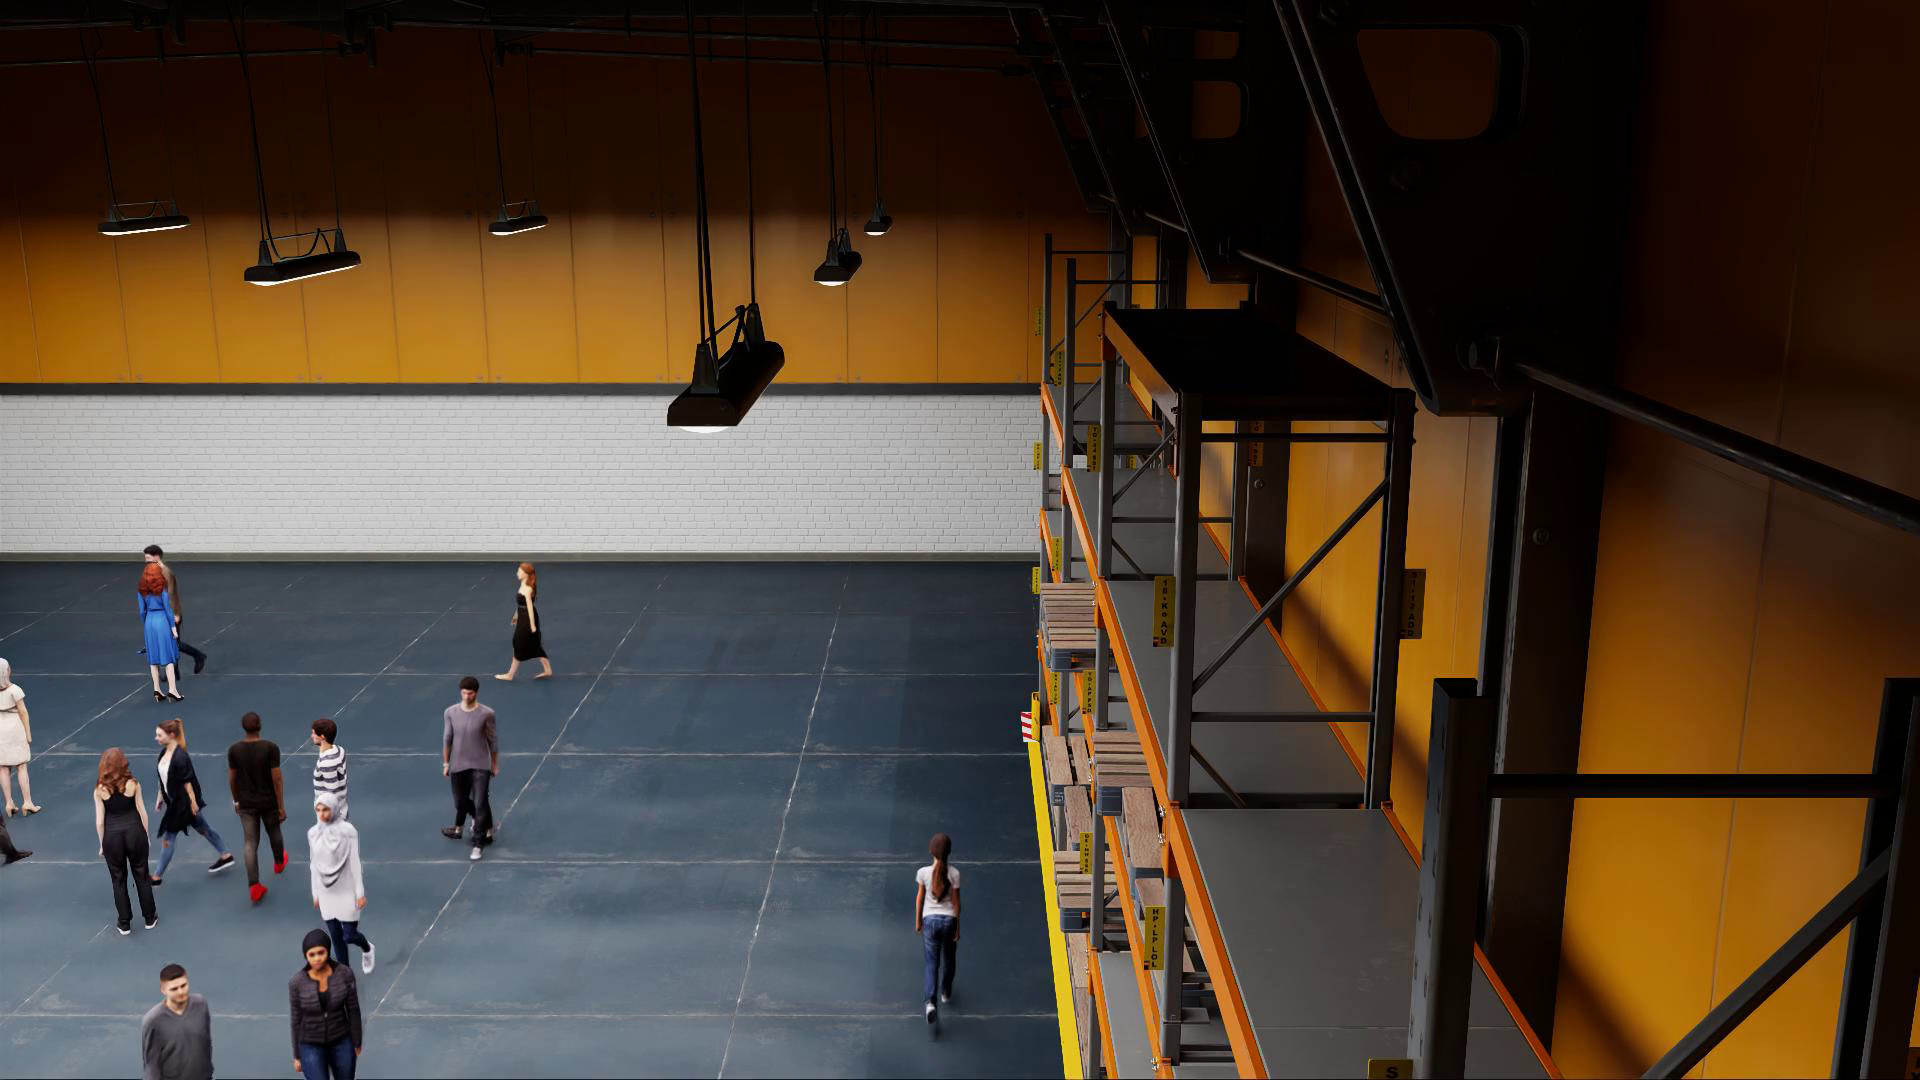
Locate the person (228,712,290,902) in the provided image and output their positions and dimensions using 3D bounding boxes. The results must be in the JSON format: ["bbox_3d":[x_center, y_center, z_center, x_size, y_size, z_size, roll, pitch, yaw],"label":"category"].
[{"bbox_3d":[-6.670,2.544,15.741,0.792,1.758,1.200,-2,14,-8],"label":"person"}]

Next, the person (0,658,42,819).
[{"bbox_3d":[-10.083,2.094,17.647,0.600,1.736,0.550,-1,14,-3],"label":"person"}]

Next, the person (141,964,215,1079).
[{"bbox_3d":[-5.276,3.654,11.243,1.149,1.719,1.120,12,18,39],"label":"person"}]

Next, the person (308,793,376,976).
[{"bbox_3d":[-5.192,2.950,14.046,0.734,1.767,0.839,3,14,12],"label":"person"}]

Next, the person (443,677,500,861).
[{"bbox_3d":[-4.924,2.251,16.795,0.687,1.832,0.955,0,14,-1],"label":"person"}]

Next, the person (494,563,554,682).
[{"bbox_3d":[-5.634,1.097,22.071,0.797,1.593,0.974,-3,14,-14],"label":"person"}]

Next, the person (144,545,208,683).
[{"bbox_3d":[-10.426,0.957,22.064,0.968,1.866,1.029,12,18,41],"label":"person"}]

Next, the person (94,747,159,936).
[{"bbox_3d":[-7.575,2.714,15.065,0.656,1.747,0.665,-7,15,-28],"label":"person"}]

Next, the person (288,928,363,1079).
[{"bbox_3d":[-4.462,3.536,11.702,0.831,1.731,0.999,-6,15,-22],"label":"person"}]

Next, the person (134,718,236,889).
[{"bbox_3d":[-7.423,2.529,16.086,1.167,1.625,1.152,-12,18,-41],"label":"person"}]

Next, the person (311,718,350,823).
[{"bbox_3d":[-5.843,2.547,15.528,0.758,1.853,0.547,-3,14,-13],"label":"person"}]

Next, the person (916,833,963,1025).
[{"bbox_3d":[-0.170,3.179,13.596,0.612,1.533,1.031,1,14,5],"label":"person"}]

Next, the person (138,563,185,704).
[{"bbox_3d":[-10.215,1.185,21.206,0.656,1.828,0.630,3,14,11],"label":"person"}]
